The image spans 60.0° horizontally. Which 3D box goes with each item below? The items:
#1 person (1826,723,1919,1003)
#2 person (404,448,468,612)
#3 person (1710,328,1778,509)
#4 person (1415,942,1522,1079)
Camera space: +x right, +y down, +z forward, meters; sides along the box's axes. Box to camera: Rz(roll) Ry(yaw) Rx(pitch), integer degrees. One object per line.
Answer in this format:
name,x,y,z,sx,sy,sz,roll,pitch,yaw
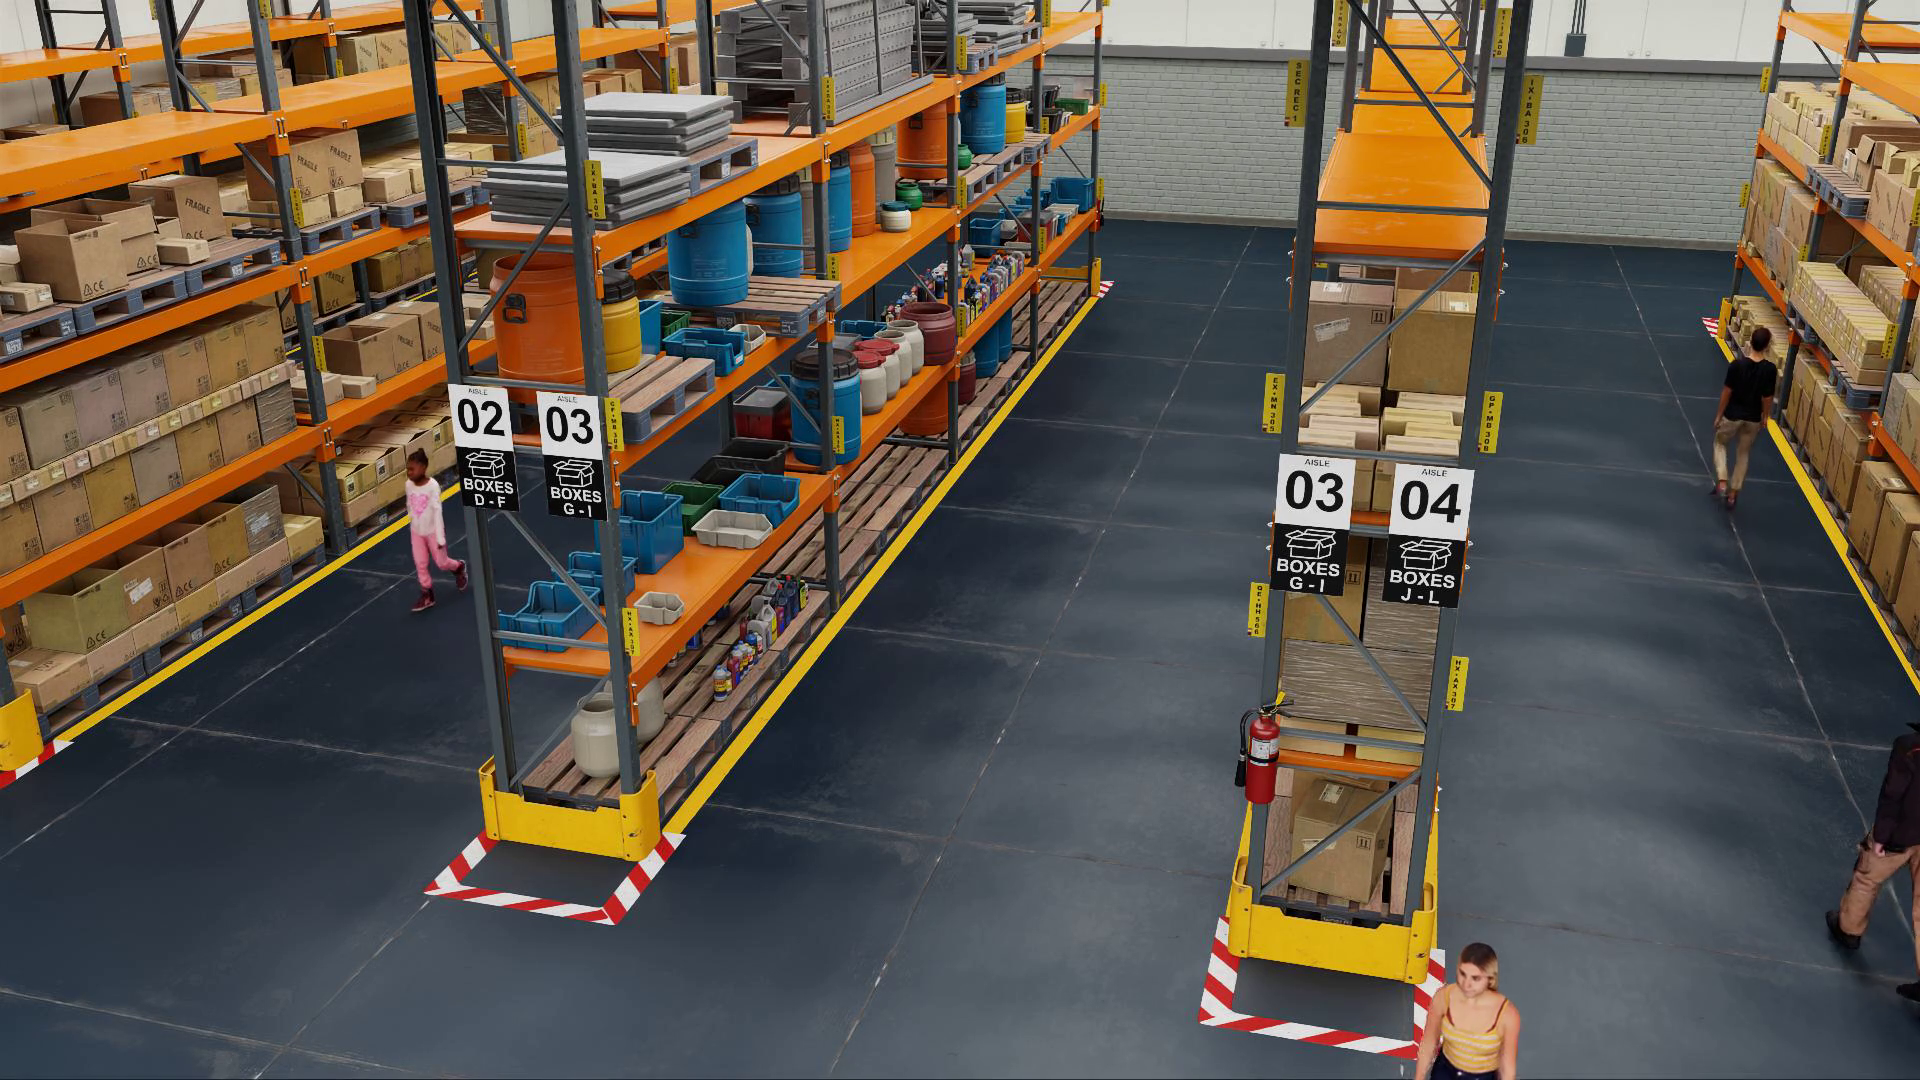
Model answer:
person,5.448,1.730,9.408,0.902,1.889,1.302,0,22,0
person,-4.606,-0.113,14.522,0.578,1.429,0.861,8,24,18
person,7.821,-1.183,16.600,0.654,1.836,0.581,5,23,13
person,2.389,2.542,7.783,0.673,1.617,0.670,14,26,31
